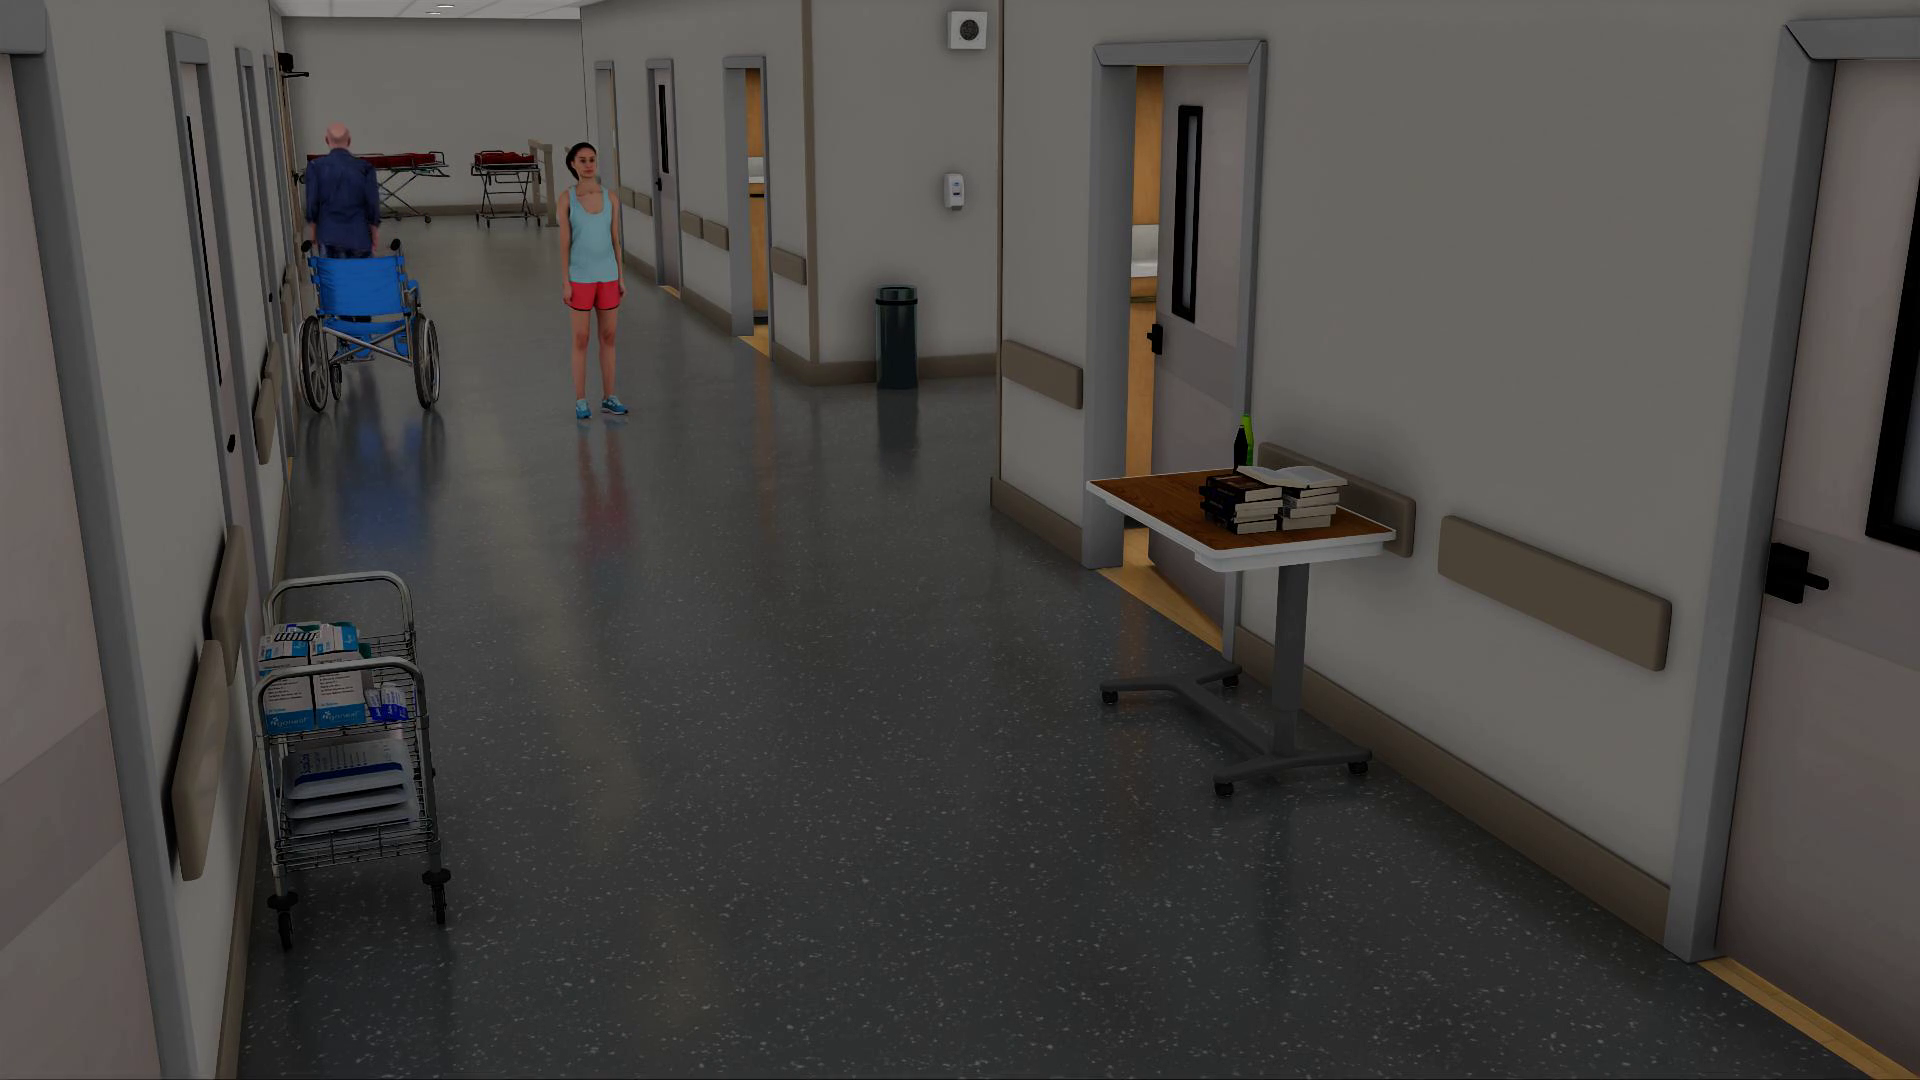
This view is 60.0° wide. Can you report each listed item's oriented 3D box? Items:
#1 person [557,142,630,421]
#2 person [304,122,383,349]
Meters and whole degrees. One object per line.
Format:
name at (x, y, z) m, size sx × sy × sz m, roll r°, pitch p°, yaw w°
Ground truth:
person at (-2.386, -1.678, 10.786) m, size 0.652 × 1.765 × 0.657 m, roll -10°, pitch 19°, yaw -33°
person at (-4.751, -2.272, 12.851) m, size 0.803 × 1.788 × 1.171 m, roll -8°, pitch 18°, yaw -27°
